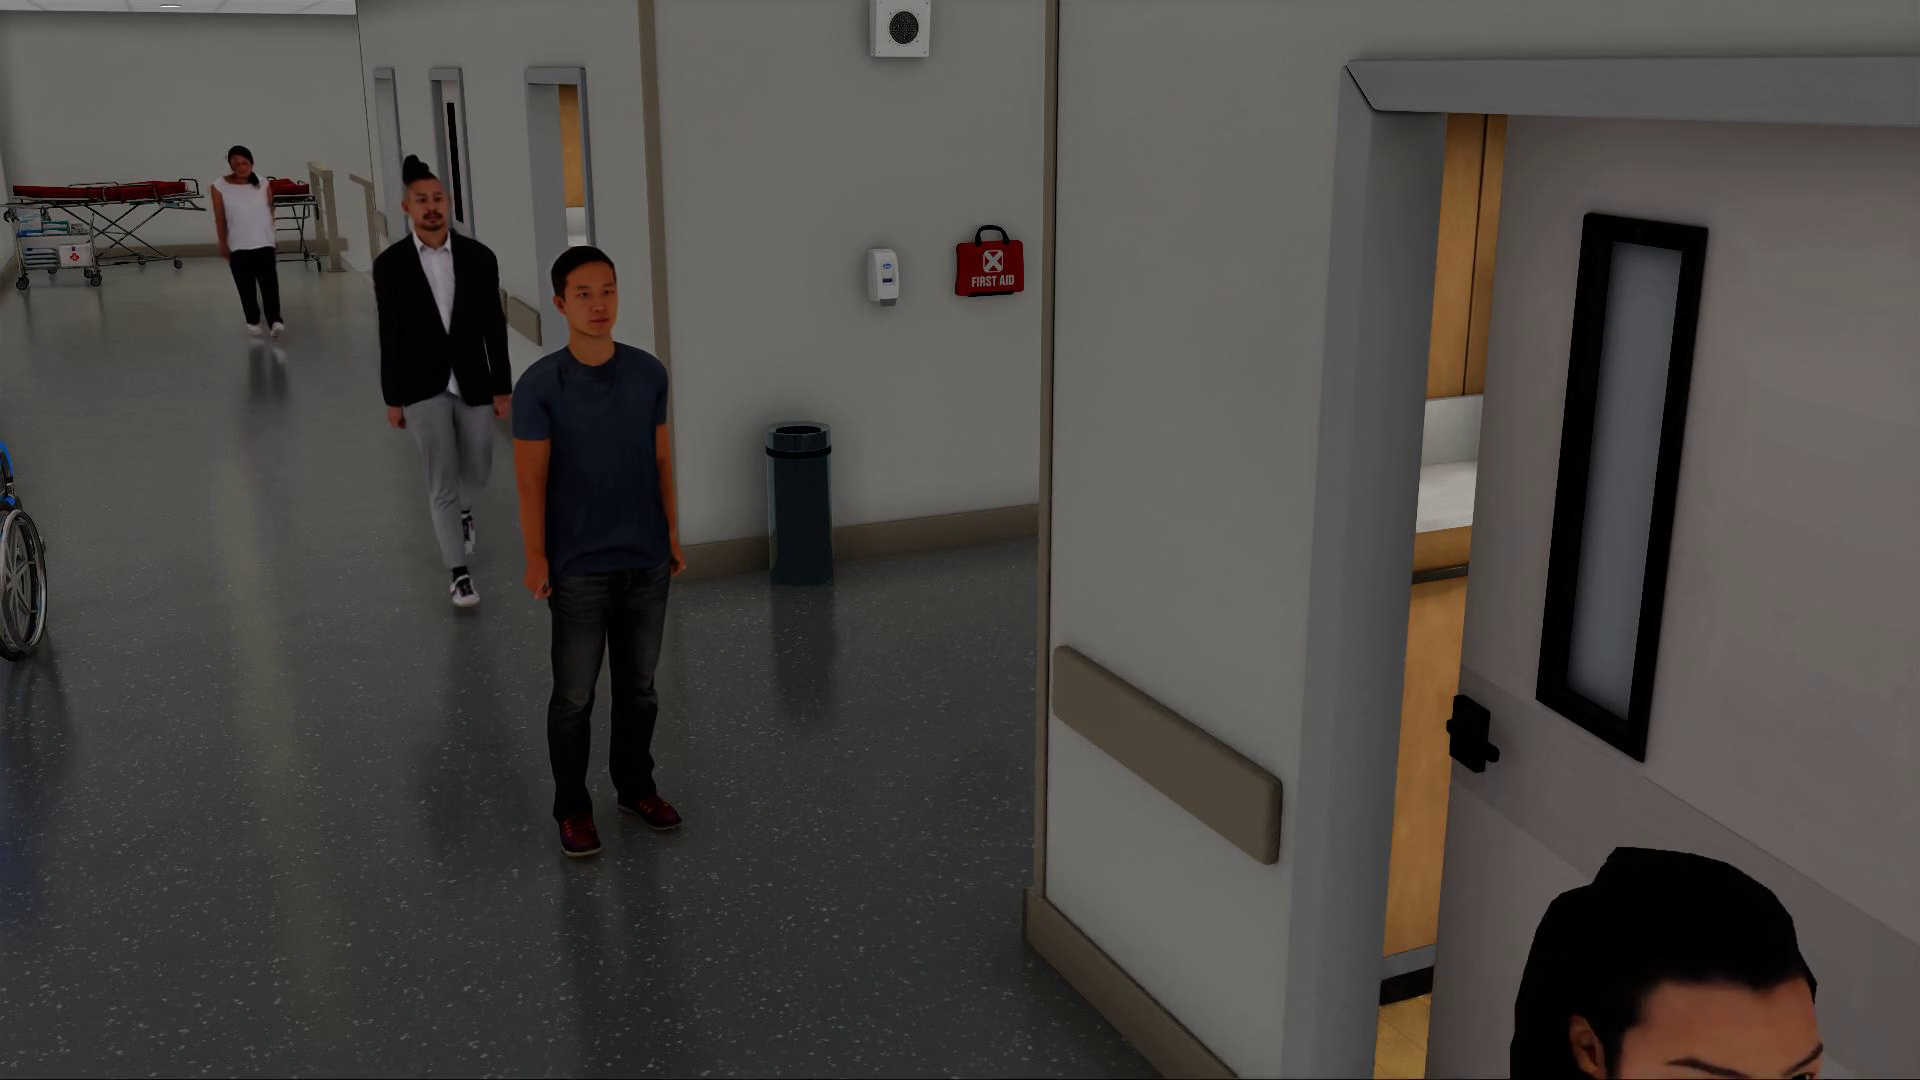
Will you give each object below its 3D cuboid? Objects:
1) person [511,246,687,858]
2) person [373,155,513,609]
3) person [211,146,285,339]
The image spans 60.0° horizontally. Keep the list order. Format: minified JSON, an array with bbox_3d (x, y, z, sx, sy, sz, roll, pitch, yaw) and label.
[{"bbox_3d":[-1.068,0.032,4.970,0.710,1.809,0.623,-13,20,-38],"label":"person"},{"bbox_3d":[-2.290,-0.706,7.380,0.703,1.922,1.122,-7,17,-25],"label":"person"},{"bbox_3d":[-6.232,-2.597,14.593,0.721,1.648,1.049,-10,18,-31],"label":"person"}]
